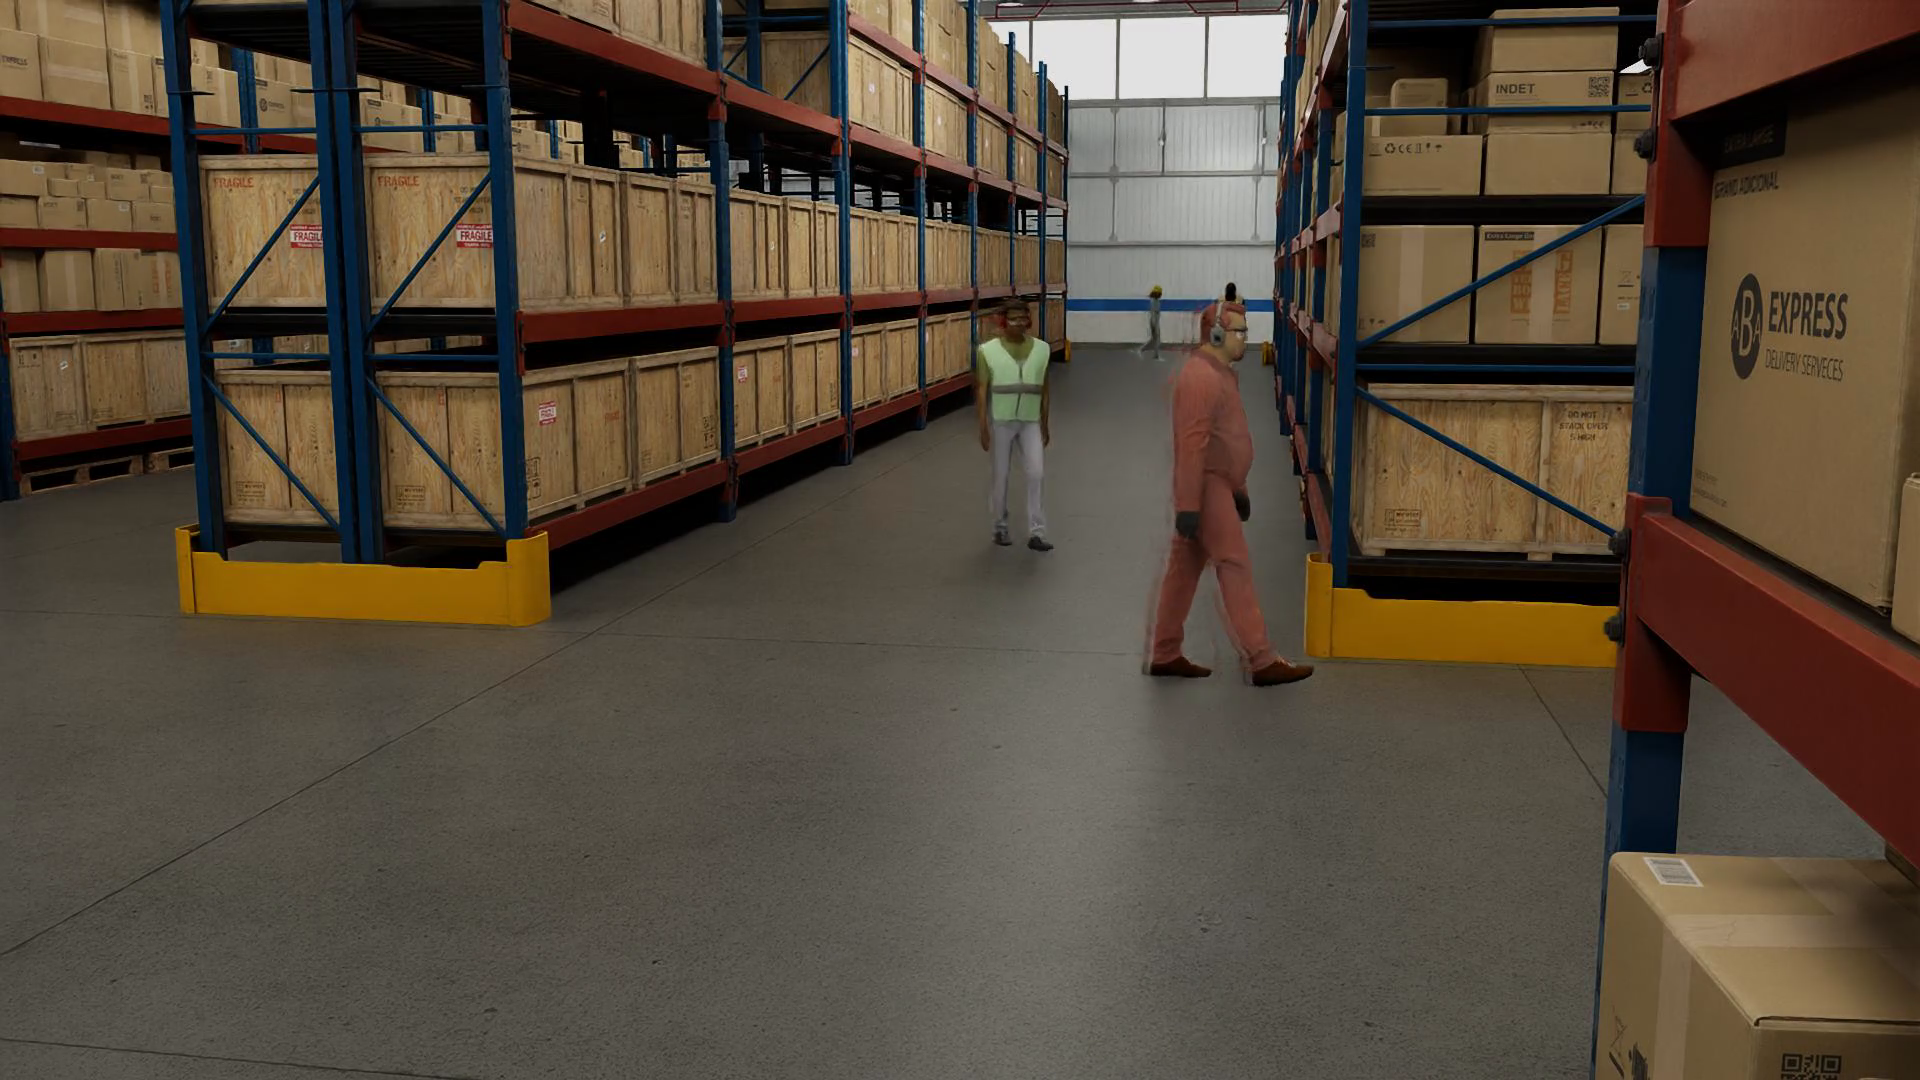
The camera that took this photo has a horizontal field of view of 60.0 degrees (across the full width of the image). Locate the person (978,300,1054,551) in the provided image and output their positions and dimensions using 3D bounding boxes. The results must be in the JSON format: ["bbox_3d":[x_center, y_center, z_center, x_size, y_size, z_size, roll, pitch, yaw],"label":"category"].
[{"bbox_3d":[0.420,-0.821,12.074,0.588,1.810,0.826,-3,10,-17],"label":"person"}]

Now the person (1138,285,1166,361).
[{"bbox_3d":[4.360,-4.897,37.632,0.561,1.725,0.500,1,9,5],"label":"person"}]

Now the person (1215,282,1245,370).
[{"bbox_3d":[5.484,-4.328,33.839,0.626,1.819,0.452,1,9,6],"label":"person"}]

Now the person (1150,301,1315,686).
[{"bbox_3d":[1.354,-0.215,8.125,0.905,1.868,0.679,2,9,12],"label":"person"}]
